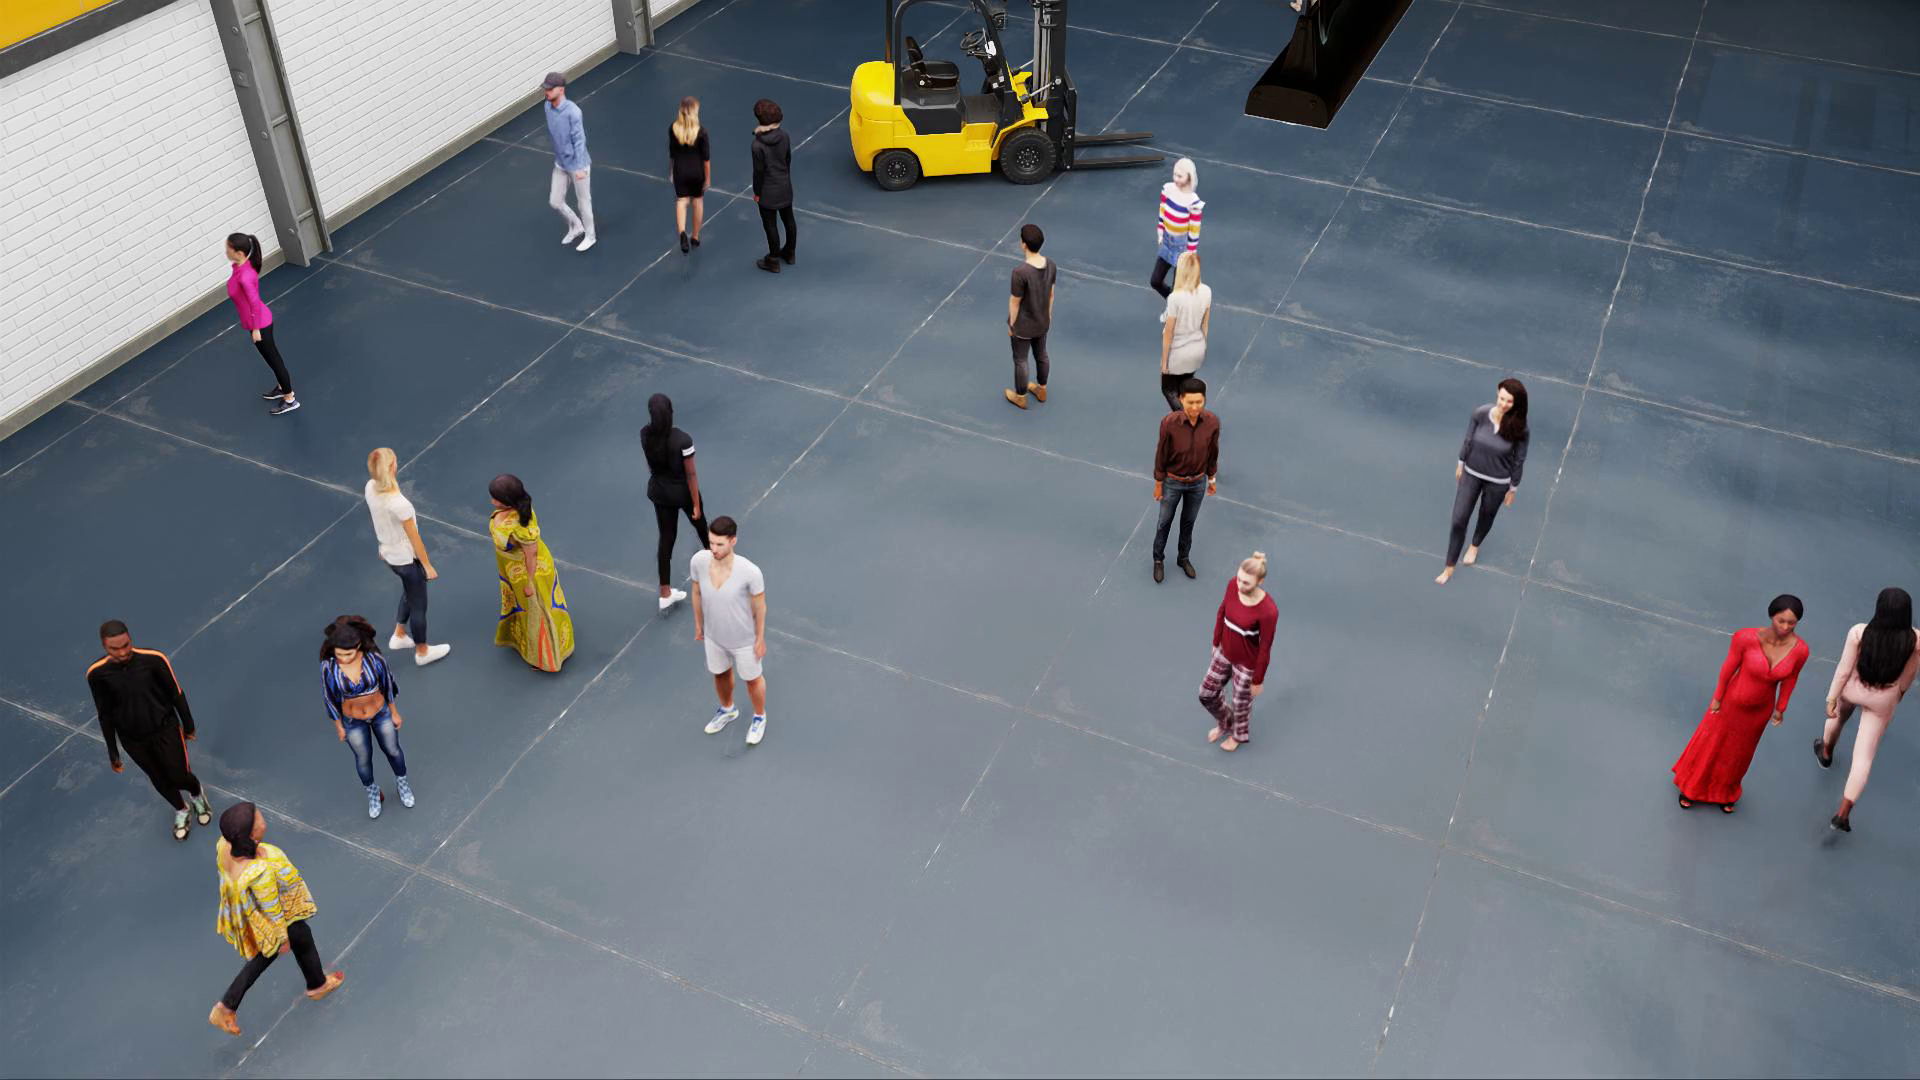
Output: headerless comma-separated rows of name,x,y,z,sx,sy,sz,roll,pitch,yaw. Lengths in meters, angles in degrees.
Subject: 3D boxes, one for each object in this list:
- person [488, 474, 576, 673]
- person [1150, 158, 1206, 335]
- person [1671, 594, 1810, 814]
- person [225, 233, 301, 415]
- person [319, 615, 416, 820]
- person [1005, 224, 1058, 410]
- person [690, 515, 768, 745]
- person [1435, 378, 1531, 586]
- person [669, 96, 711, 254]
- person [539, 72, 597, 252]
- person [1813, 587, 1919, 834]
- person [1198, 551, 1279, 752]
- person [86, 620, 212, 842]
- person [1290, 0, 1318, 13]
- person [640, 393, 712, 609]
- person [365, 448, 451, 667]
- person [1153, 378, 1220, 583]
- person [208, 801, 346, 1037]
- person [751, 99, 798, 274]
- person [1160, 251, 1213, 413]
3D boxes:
person,-3.092,0.194,11.837,1.016,1.659,1.000,-21,43,-24
person,2.080,-2.730,15.379,0.804,1.798,0.783,-28,47,-31
person,5.040,1.049,10.666,0.677,1.783,0.659,9,39,11
person,-6.073,-1.895,14.422,0.738,1.698,0.691,-18,42,-21
person,-3.809,1.129,10.683,0.682,1.627,0.749,-14,41,-17
person,0.618,-1.932,14.448,0.645,1.712,0.756,-23,44,-26
person,-1.527,0.587,11.179,0.696,1.854,0.584,13,40,15
person,4.027,-0.526,12.663,0.662,1.743,0.889,18,42,21
person,-2.705,-3.573,16.549,0.745,1.655,0.889,3,39,4
person,-3.839,-3.821,16.682,0.692,1.876,0.665,21,43,24
person,5.821,1.100,10.689,0.641,1.665,1.198,17,42,21
person,1.929,0.739,11.119,0.747,1.692,0.745,-29,47,-31
person,-5.116,1.145,10.531,0.792,1.792,0.843,-9,40,-12
person,4.630,-7.797,21.814,0.705,1.694,0.727,-4,39,-5
person,-2.175,-0.272,12.389,0.684,1.686,1.203,14,41,17
person,-4.021,0.166,11.753,0.777,1.796,0.743,-28,46,-31
person,1.683,-0.464,12.554,0.719,1.782,0.726,-6,39,-7
person,-3.977,2.181,9.368,0.856,1.624,1.060,28,46,30
person,-1.821,-3.470,16.319,0.646,1.780,0.761,-31,48,-33
person,1.927,-1.503,13.835,0.955,1.806,0.982,-19,42,-23
